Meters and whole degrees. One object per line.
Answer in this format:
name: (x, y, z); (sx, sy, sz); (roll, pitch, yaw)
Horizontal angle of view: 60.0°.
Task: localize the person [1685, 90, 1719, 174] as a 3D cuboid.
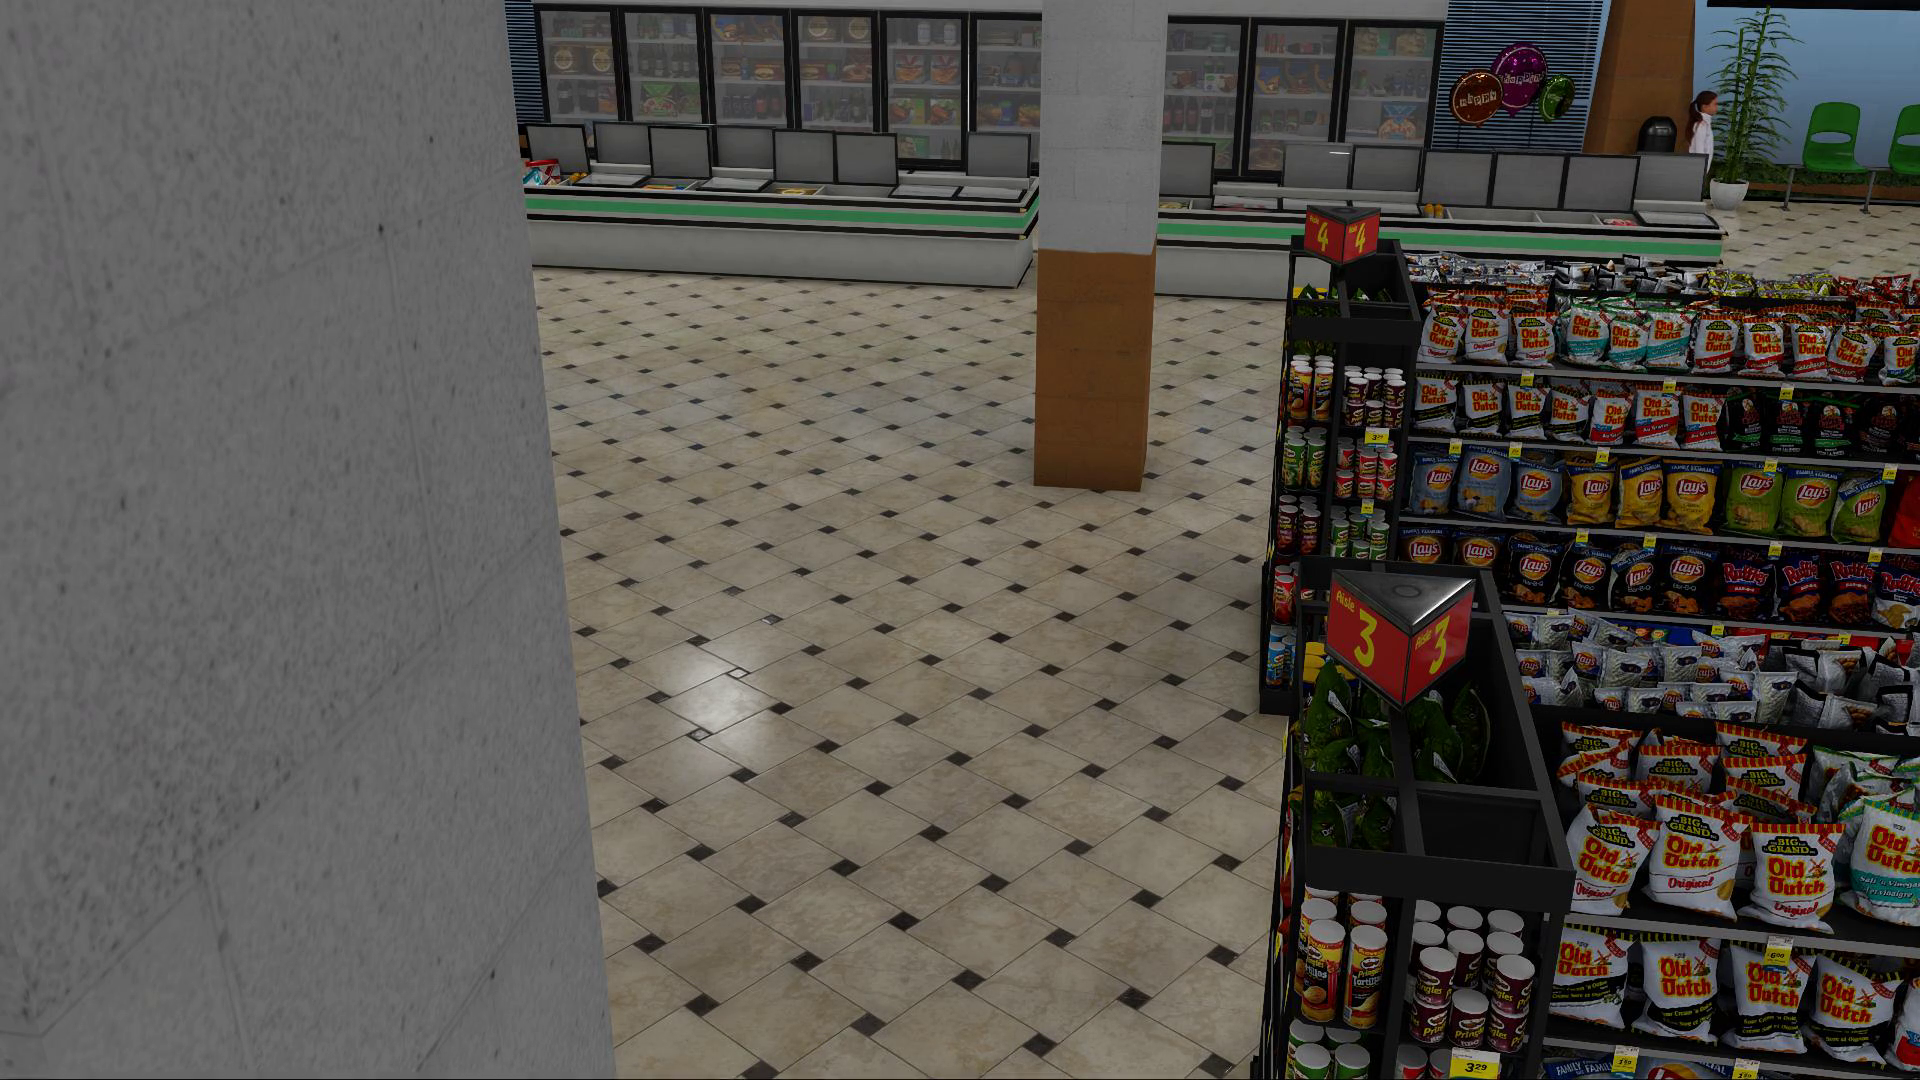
person: (7.215, -3.627, 16.359); (0.554, 1.558, 0.556); (7, 25, 16)
